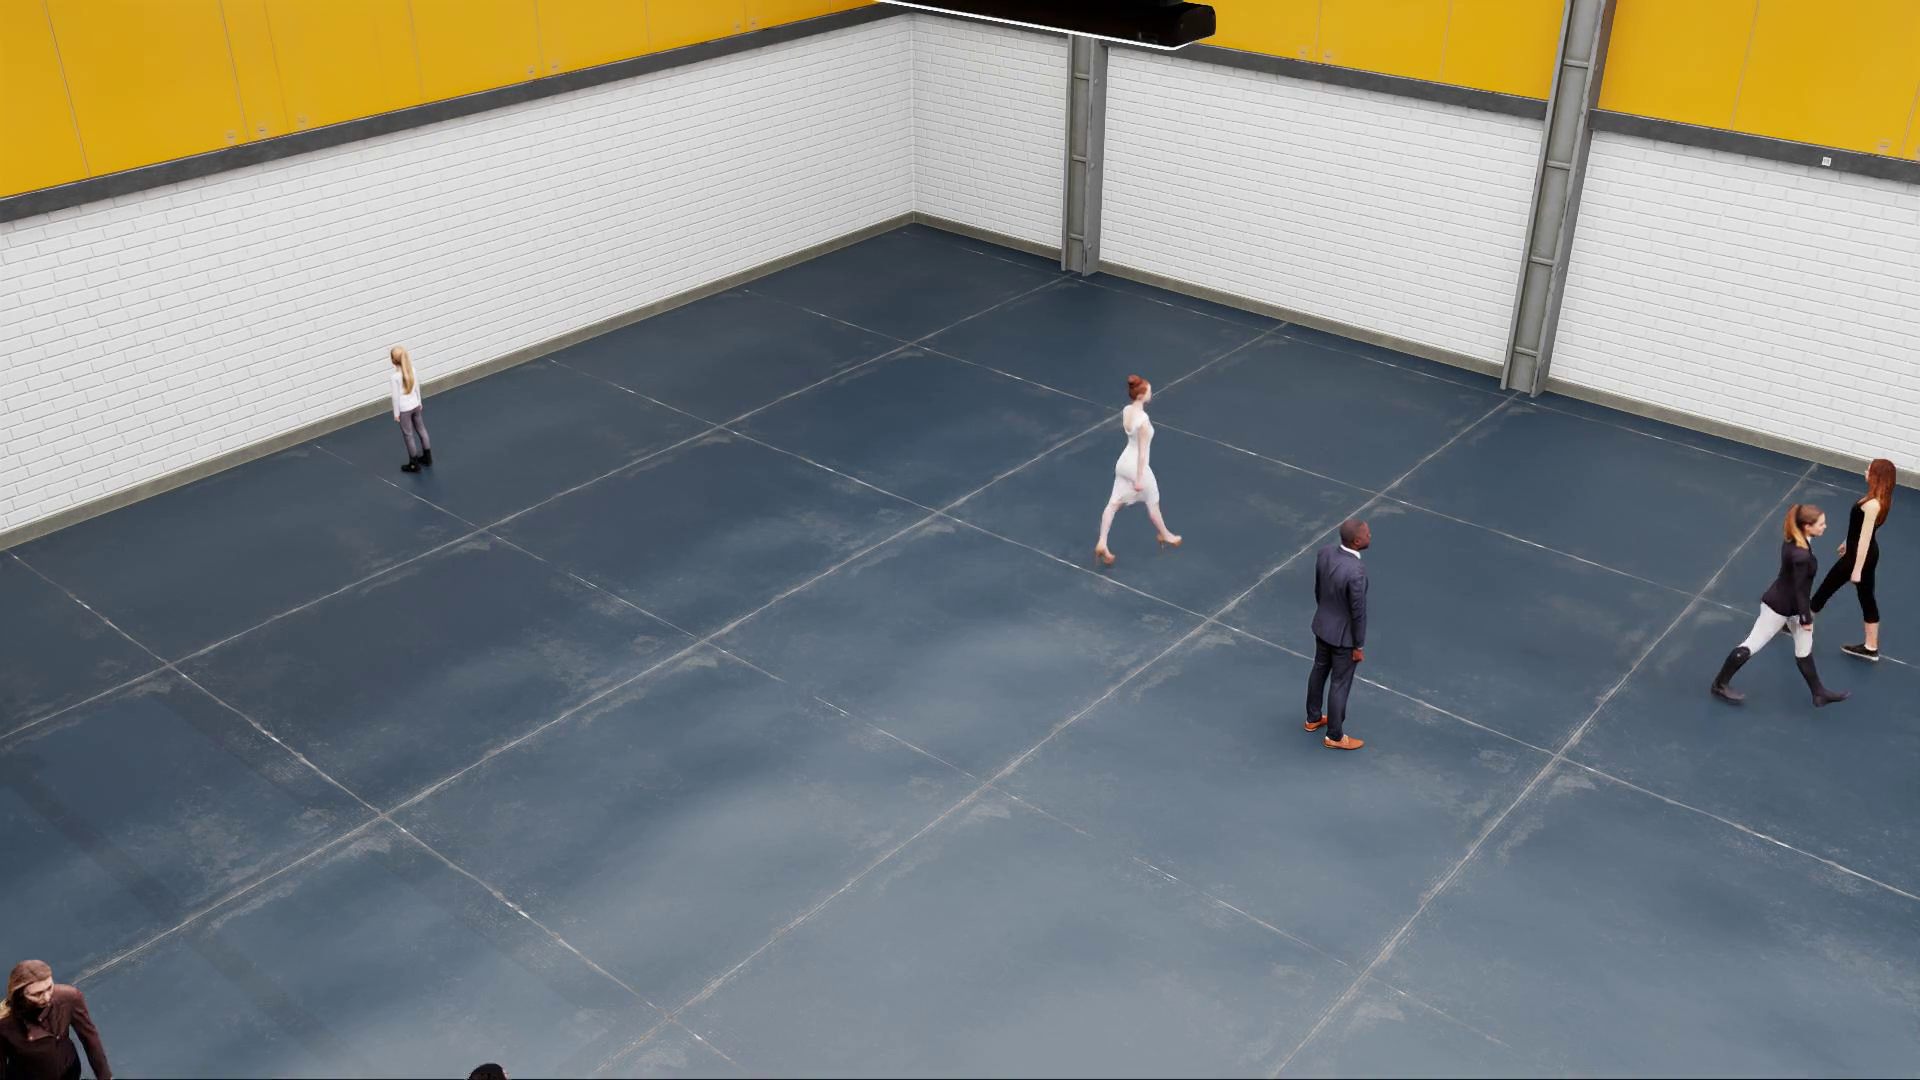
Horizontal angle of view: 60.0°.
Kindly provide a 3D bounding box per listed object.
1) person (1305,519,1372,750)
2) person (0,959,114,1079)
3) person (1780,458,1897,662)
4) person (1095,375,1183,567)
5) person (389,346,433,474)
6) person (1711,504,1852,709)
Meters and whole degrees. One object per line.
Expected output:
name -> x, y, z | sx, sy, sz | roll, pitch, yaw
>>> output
person -> 2.744, 0.657, 12.024 | 0.850, 1.824, 0.718 | -10, 30, -18
person -> -4.675, 2.717, 8.442 | 0.619, 1.638, 1.019 | -23, 36, -35
person -> 7.127, 0.192, 13.022 | 1.093, 1.685, 0.604 | 22, 36, 35
person -> 1.401, -0.560, 14.336 | 1.000, 1.747, 1.091 | -10, 30, -18
person -> -5.352, -1.279, 16.144 | 0.527, 1.278, 0.525 | 16, 32, 26
person -> 6.042, 0.523, 12.422 | 1.216, 1.679, 0.756 | 13, 31, 23
